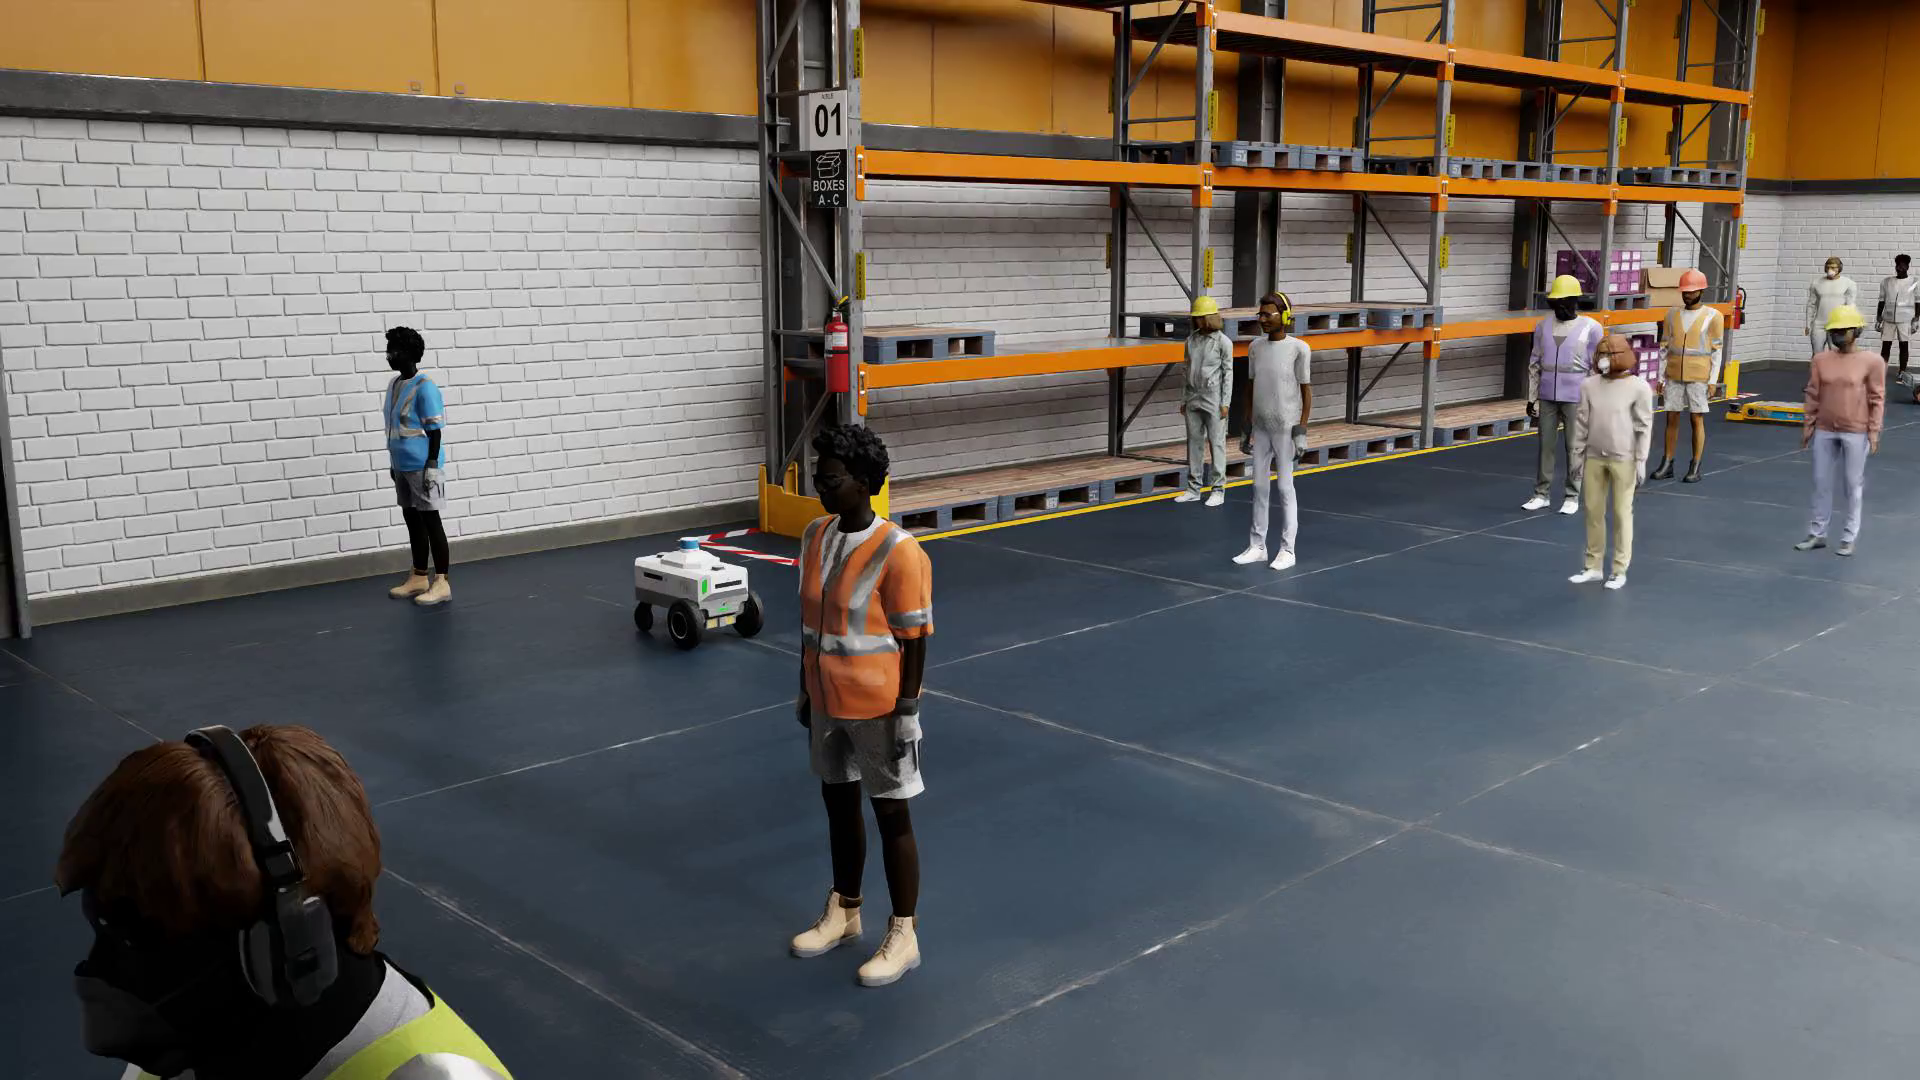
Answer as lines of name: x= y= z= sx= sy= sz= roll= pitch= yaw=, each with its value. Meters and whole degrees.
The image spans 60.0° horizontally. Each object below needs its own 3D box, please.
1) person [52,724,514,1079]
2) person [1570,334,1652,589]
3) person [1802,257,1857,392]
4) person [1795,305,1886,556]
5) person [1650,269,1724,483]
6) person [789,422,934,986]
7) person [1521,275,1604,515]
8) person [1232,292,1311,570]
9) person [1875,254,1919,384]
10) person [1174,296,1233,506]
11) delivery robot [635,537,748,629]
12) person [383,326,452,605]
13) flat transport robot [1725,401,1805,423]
person: x=-0.593 y=1.056 z=1.537 sx=0.429 sy=1.839 sz=0.633 roll=-10 pitch=14 yaw=-44
person: x=4.146 y=-0.494 z=10.602 sx=0.338 sy=1.621 sz=0.519 roll=-8 pitch=13 yaw=-37
person: x=12.359 y=-3.051 z=23.663 sx=0.356 sy=1.936 sz=0.635 roll=-10 pitch=14 yaw=-44
person: x=6.195 y=-0.761 z=11.698 sx=0.394 sy=1.754 sz=0.549 roll=-8 pitch=13 yaw=-36
person: x=6.609 y=-1.485 z=15.133 sx=0.378 sy=1.932 sz=0.551 roll=-10 pitch=14 yaw=-44
person: x=-0.308 y=0.489 z=5.016 sx=0.317 sy=1.695 sz=0.540 roll=-10 pitch=14 yaw=-44
person: x=4.855 y=-1.168 z=13.427 sx=0.381 sy=1.924 sz=0.594 roll=-10 pitch=14 yaw=-44
person: x=2.114 y=-0.736 z=11.226 sx=0.310 sy=1.868 sz=0.533 roll=-10 pitch=14 yaw=-44
person: x=14.175 y=-3.336 z=25.144 sx=0.368 sy=1.961 sz=0.613 roll=-10 pitch=14 yaw=-44
person: x=2.028 y=-1.152 z=13.842 sx=0.324 sy=1.740 sz=0.492 roll=-10 pitch=14 yaw=-44
delivery robot: x=-1.509 y=0.226 z=9.310 sx=0.477 sy=0.478 sz=0.707 roll=-10 pitch=14 yaw=-44
person: x=-3.329 y=-0.452 z=10.150 sx=0.317 sy=1.695 sz=0.540 roll=-10 pitch=14 yaw=-44
flat transport robot: x=9.965 y=-1.504 z=19.772 sx=0.652 sy=0.197 sz=1.431 roll=-10 pitch=14 yaw=-44
